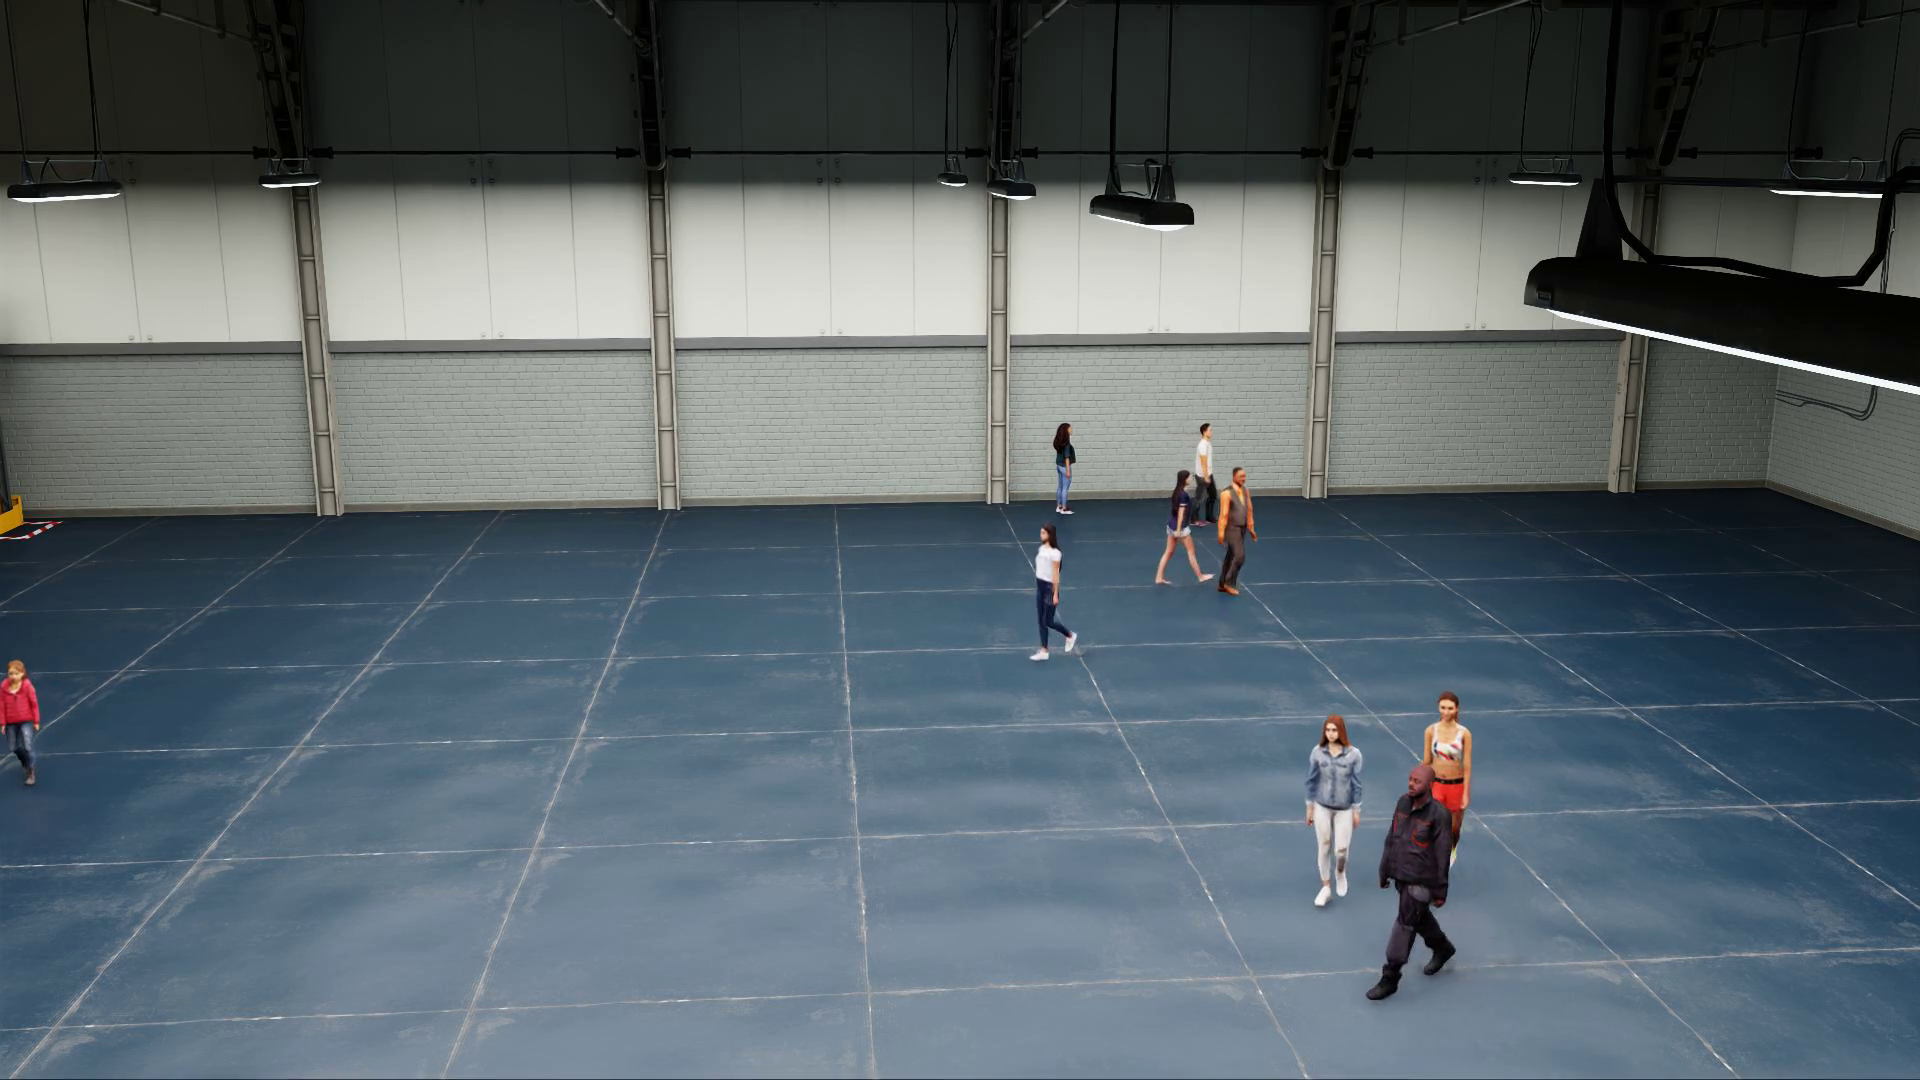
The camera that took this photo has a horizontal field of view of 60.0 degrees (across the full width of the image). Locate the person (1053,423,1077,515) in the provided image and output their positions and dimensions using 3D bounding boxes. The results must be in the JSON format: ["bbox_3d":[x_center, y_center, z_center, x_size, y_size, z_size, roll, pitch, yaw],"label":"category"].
[{"bbox_3d":[1.866,-1.288,29.735,0.649,1.614,0.645,-4,14,-17],"label":"person"}]

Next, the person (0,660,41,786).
[{"bbox_3d":[-9.550,1.839,16.920,0.648,1.305,0.637,-3,13,-14],"label":"person"}]

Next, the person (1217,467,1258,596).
[{"bbox_3d":[3.908,-0.141,24.180,0.937,1.888,0.877,12,18,43],"label":"person"}]

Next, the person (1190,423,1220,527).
[{"bbox_3d":[4.111,-1.118,28.617,0.907,1.787,0.825,4,14,19],"label":"person"}]

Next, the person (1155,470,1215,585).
[{"bbox_3d":[3.138,-0.142,24.554,1.119,1.719,0.670,-2,13,-11],"label":"person"}]

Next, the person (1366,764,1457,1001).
[{"bbox_3d":[3.554,2.561,12.708,1.339,1.798,1.068,-8,15,-29],"label":"person"}]

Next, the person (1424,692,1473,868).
[{"bbox_3d":[4.250,2.172,14.462,1.123,1.764,0.980,6,14,23],"label":"person"}]

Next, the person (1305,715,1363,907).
[{"bbox_3d":[3.202,2.278,14.173,0.755,1.688,0.826,5,14,22],"label":"person"}]

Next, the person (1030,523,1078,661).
[{"bbox_3d":[1.185,0.656,21.003,0.959,1.767,0.796,-7,15,-28],"label":"person"}]
